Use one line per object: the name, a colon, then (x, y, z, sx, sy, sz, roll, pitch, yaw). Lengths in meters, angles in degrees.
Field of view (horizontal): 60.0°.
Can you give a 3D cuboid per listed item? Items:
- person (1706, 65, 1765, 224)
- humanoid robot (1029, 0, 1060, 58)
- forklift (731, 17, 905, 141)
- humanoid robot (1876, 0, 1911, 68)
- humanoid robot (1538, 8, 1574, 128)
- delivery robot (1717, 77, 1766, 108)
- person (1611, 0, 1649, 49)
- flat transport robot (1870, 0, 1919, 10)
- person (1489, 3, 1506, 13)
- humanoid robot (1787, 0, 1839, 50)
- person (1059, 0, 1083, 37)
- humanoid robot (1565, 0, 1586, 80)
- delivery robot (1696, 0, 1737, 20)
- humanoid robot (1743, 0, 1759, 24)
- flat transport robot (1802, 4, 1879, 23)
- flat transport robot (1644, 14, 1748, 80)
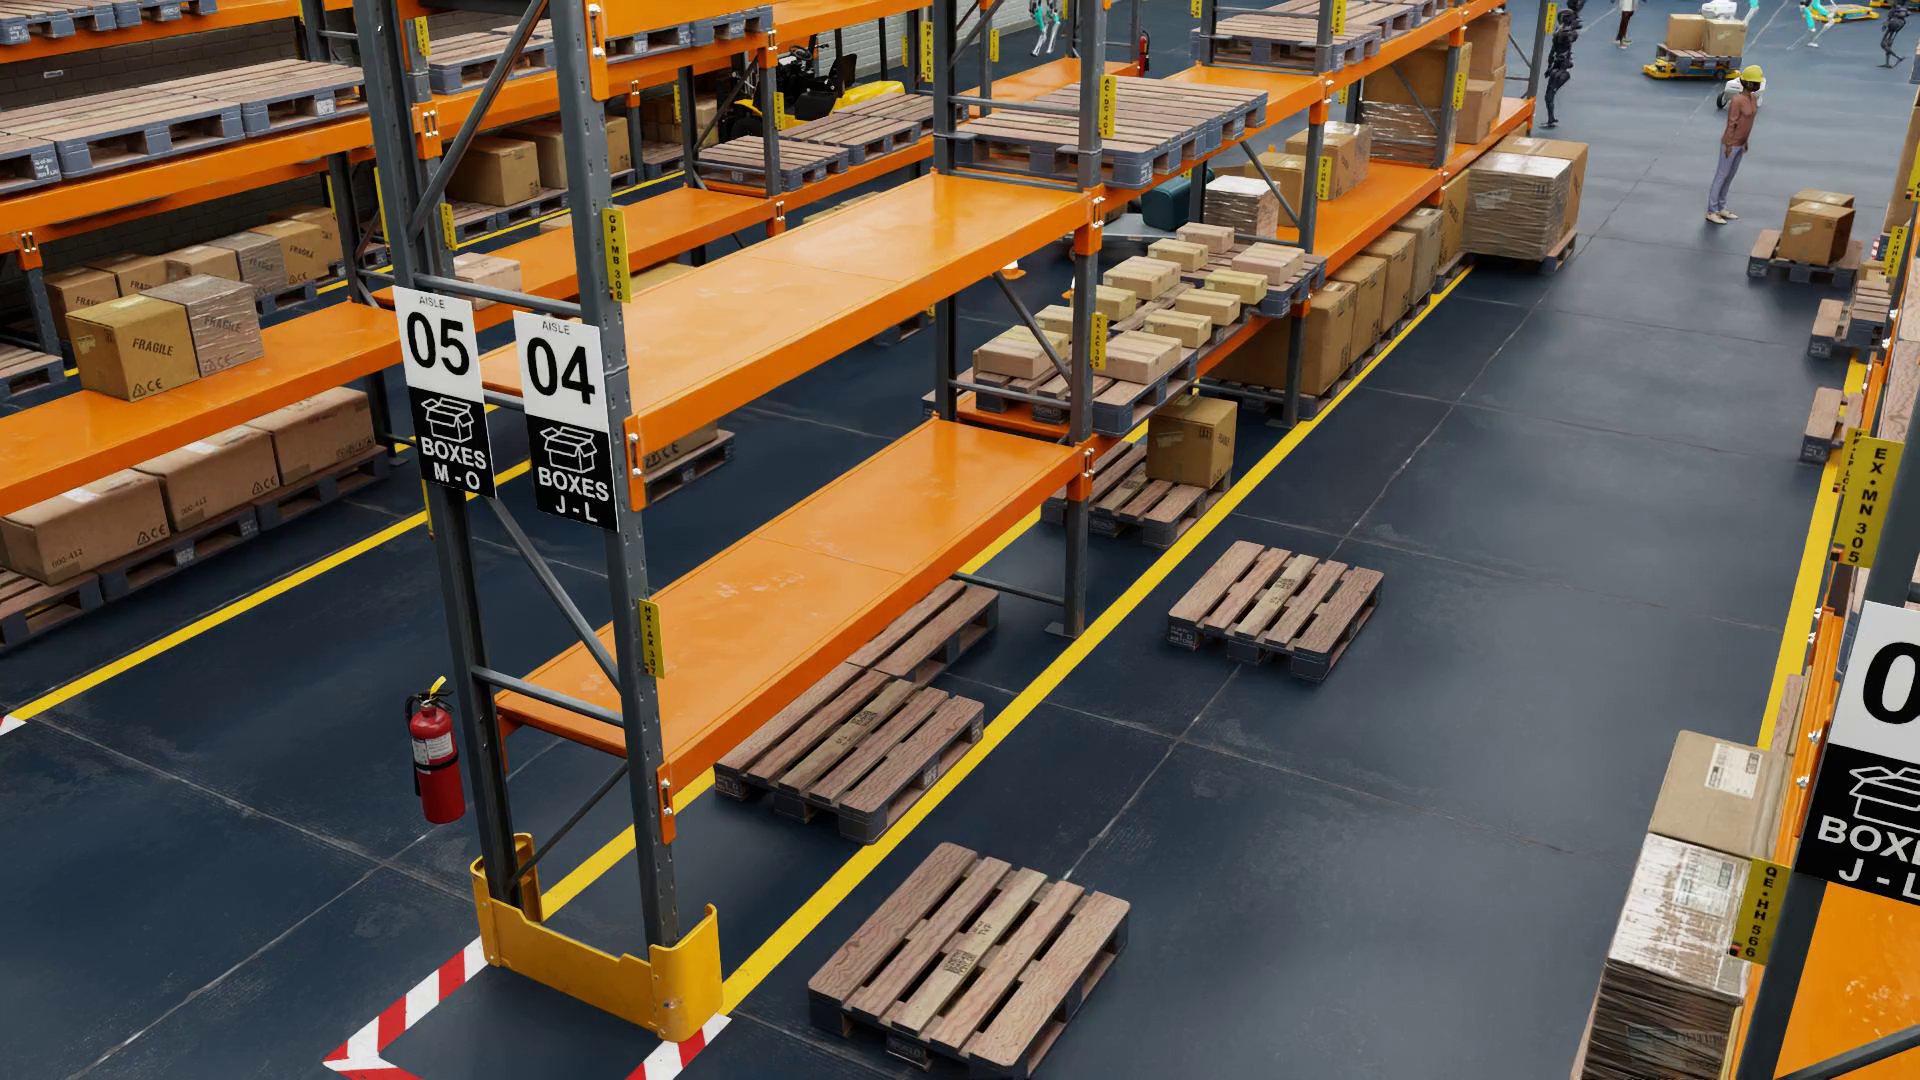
person: (8.886, -4.524, 19.016, 0.524, 1.768, 0.326, -22, 33, -38)
humanoid robot: (1.471, -9.211, 28.779, 0.558, 1.737, 1.001, 9, 27, 19)
forklift: (-1.819, -5.975, 21.543, 2.313, 2.155, 1.214, 14, 29, 26)
humanoid robot: (15.794, -8.761, 27.921, 0.583, 1.637, 0.463, -23, 34, -39)
humanoid robot: (8.506, -6.725, 23.684, 0.340, 1.637, 0.612, -2, 26, -5)
delivery robot: (11.835, -6.784, 25.105, 0.774, 0.592, 0.499, -22, 33, -38)
person: (12.085, -9.863, 29.949, 0.671, 1.918, 0.726, -6, 26, -12)
flat transport robot: (19.770, -11.150, 34.510, 0.659, 0.231, 1.431, -23, 34, -39)
person: (7.666, -6.999, 24.046, 0.948, 1.859, 0.616, -14, 29, -27)
humanoid robot: (15.212, -9.524, 29.465, 0.550, 1.799, 0.834, -16, 30, -30)
person: (2.197, -10.277, 30.811, 0.658, 1.899, 0.831, 17, 31, 31)
humanoid robot: (9.849, -8.276, 26.907, 0.385, 1.644, 0.592, 3, 26, 7)
delivery robot: (14.758, -10.283, 32.383, 0.798, 0.598, 0.499, -16, 30, -29)
humanoid robot: (14.987, -10.480, 31.457, 0.669, 1.825, 0.535, 1, 26, 3)
flat transport robot: (17.570, -10.497, 33.155, 1.431, 0.231, 0.659, -13, 28, -24)
flat transport robot: (12.164, -7.796, 27.541, 1.431, 0.231, 0.659, 2, 26, 3)
